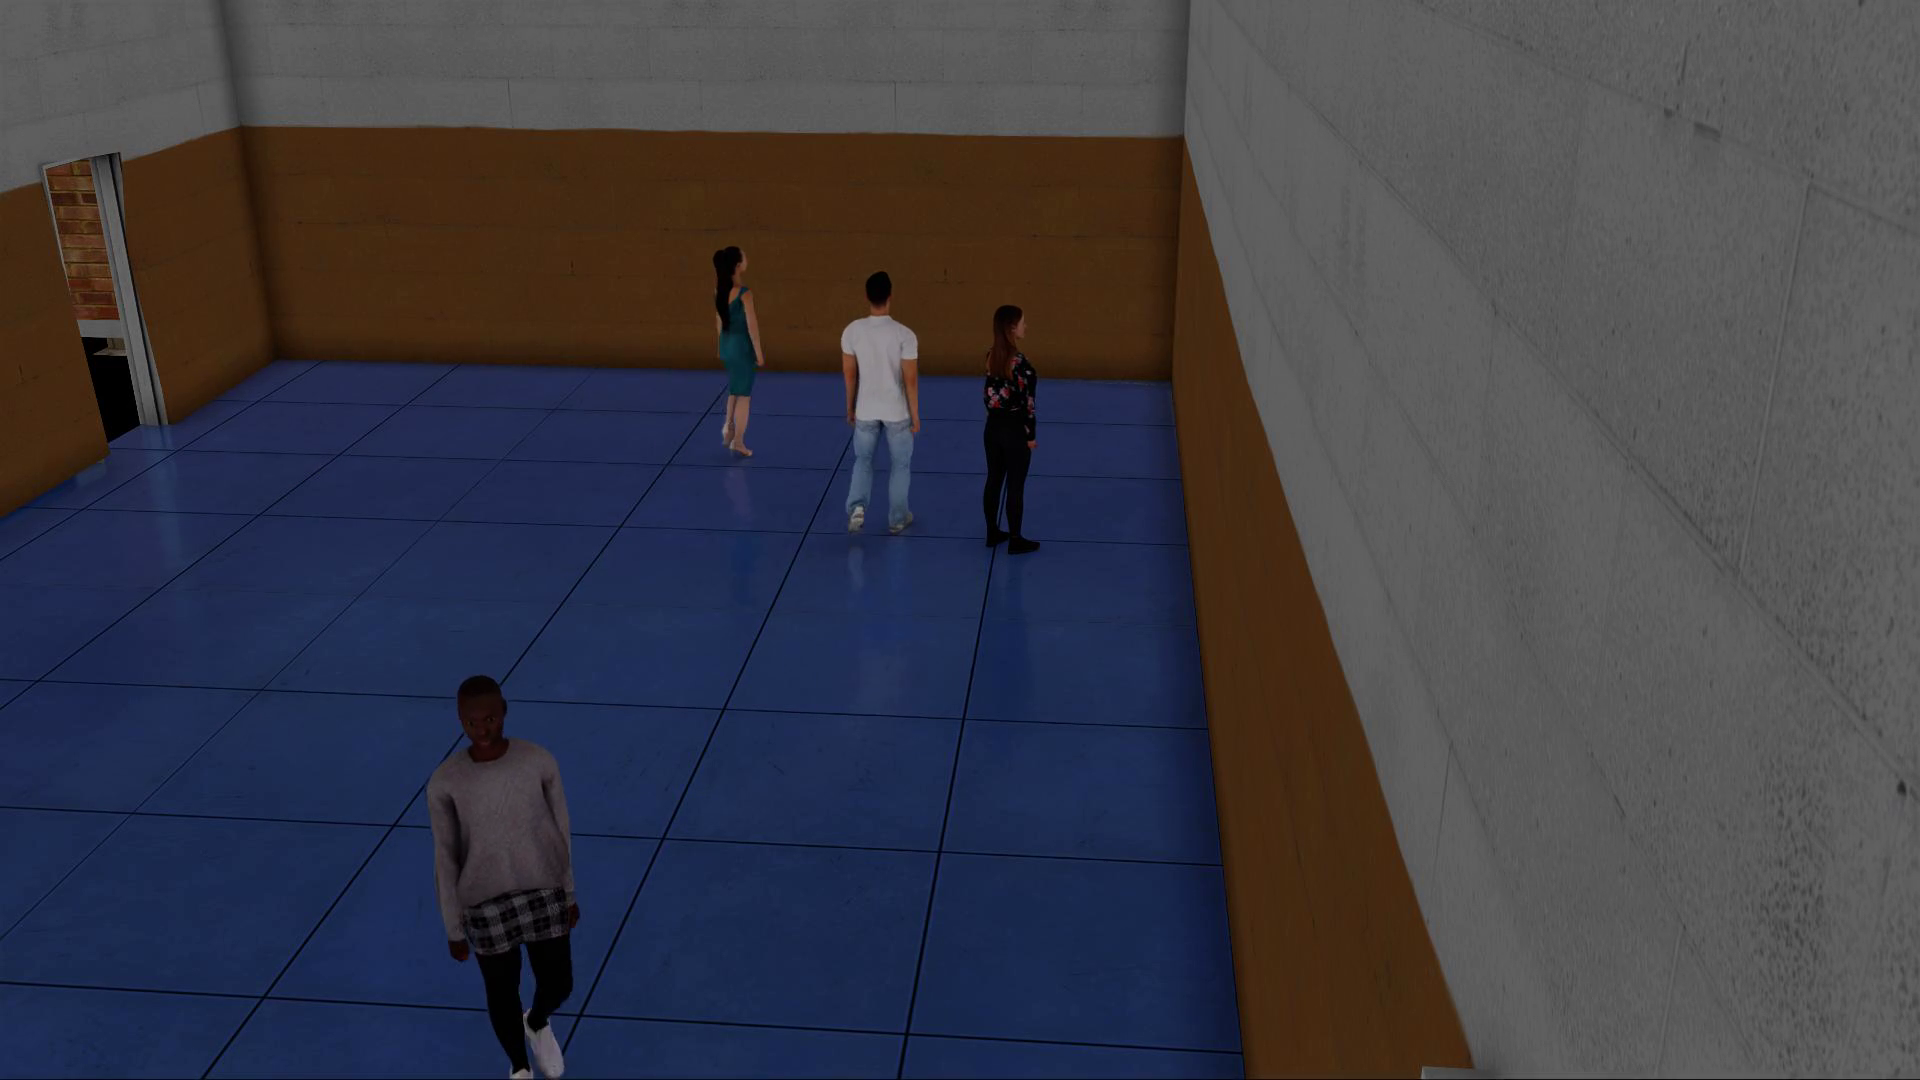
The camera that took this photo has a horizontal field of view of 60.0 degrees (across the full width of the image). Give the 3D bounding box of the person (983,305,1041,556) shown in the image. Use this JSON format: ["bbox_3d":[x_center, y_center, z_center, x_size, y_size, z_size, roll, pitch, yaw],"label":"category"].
[{"bbox_3d":[0.316,-0.736,11.112,0.707,1.684,0.642,-18,28,-38],"label":"person"}]

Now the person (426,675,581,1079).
[{"bbox_3d":[-1.641,1.261,6.039,0.742,1.763,0.824,-9,24,-21],"label":"person"}]

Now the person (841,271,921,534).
[{"bbox_3d":[-0.541,-0.849,11.229,0.744,1.807,0.807,6,23,14],"label":"person"}]

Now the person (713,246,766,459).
[{"bbox_3d":[-1.778,-1.413,12.814,0.701,1.673,0.767,19,29,39],"label":"person"}]
